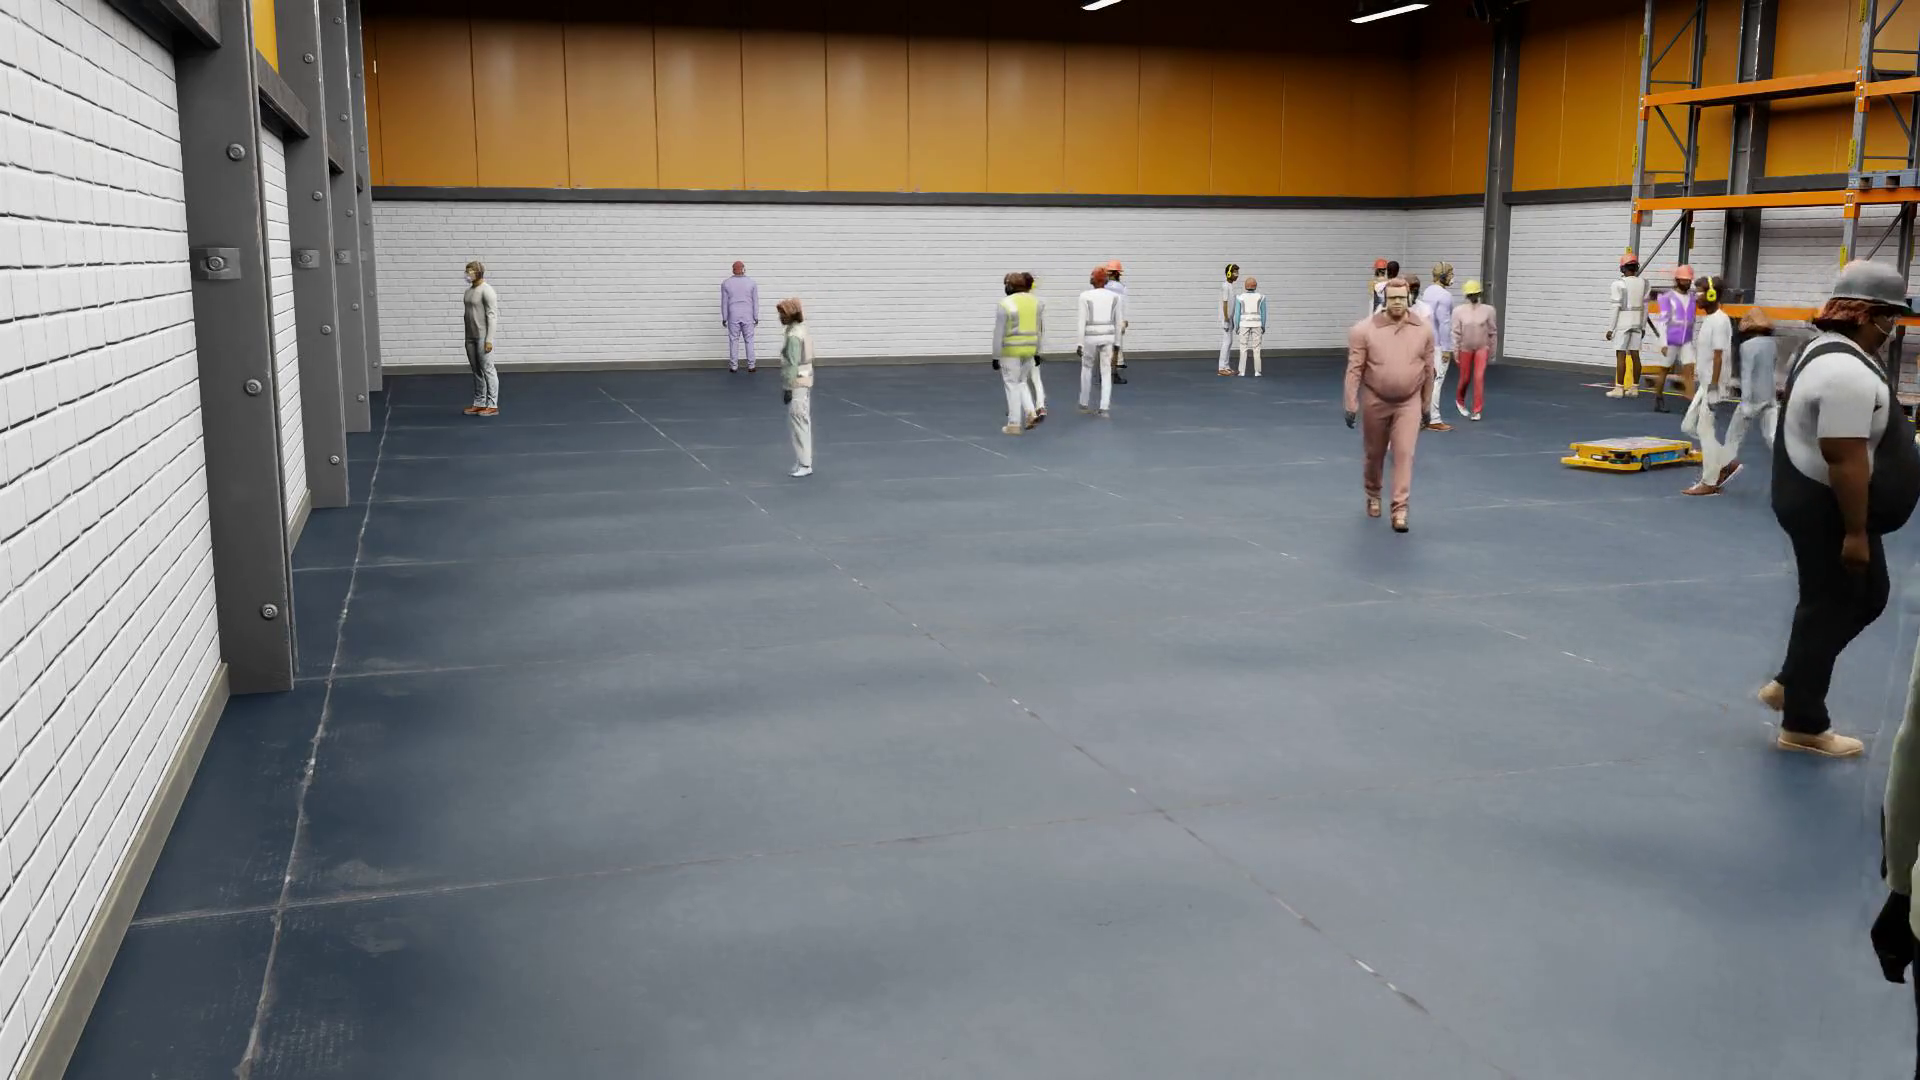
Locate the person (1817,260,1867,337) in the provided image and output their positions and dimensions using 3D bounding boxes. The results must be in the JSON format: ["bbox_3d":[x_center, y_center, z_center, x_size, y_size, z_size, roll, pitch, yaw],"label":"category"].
[{"bbox_3d":[8.038,-1.548,15.157,0.665,1.966,0.493,-4,11,-24],"label":"person"}]

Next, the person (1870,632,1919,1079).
[{"bbox_3d":[1.656,0.628,2.627,0.859,1.956,0.657,-3,10,-15],"label":"person"}]

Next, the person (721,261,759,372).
[{"bbox_3d":[-3.766,-3.820,28.510,0.639,1.902,0.407,-1,10,-8],"label":"person"}]

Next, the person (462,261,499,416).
[{"bbox_3d":[-6.043,-2.528,20.916,0.630,1.940,0.371,9,13,42],"label":"person"}]

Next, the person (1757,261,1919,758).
[{"bbox_3d":[3.573,-0.128,6.723,0.536,2.000,0.715,4,11,21],"label":"person"}]

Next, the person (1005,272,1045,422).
[{"bbox_3d":[0.820,-2.351,20.273,0.484,1.817,0.994,-3,10,-14],"label":"person"}]

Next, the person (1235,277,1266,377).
[{"bbox_3d":[4.786,-3.498,27.403,0.511,1.638,0.307,1,10,7],"label":"person"}]

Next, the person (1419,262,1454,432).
[{"bbox_3d":[5.461,-2.212,19.087,0.371,1.939,0.629,-1,10,-7],"label":"person"}]

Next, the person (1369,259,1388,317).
[{"bbox_3d":[7.640,-4.126,30.276,0.575,1.926,0.569,-5,11,-28],"label":"person"}]

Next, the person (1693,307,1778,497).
[{"bbox_3d":[6.688,-1.151,13.996,0.530,1.592,0.824,-7,12,-34],"label":"person"}]

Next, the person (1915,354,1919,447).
[{"bbox_3d":[10.276,-1.821,17.521,0.319,1.697,0.532,4,11,22],"label":"person"}]

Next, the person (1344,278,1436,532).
[{"bbox_3d":[3.233,-1.041,12.543,0.660,1.861,0.995,2,10,9],"label":"person"}]

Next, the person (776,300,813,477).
[{"bbox_3d":[-1.512,-1.403,15.340,0.324,1.615,0.605,0,10,-1],"label":"person"}]

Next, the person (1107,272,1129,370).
[{"bbox_3d":[2.697,-3.893,29.147,0.586,1.824,0.404,6,11,29],"label":"person"}]

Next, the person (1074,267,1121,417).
[{"bbox_3d":[1.716,-2.494,20.946,0.612,1.848,0.885,-2,10,-14],"label":"person"}]

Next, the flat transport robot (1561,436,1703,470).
[{"bbox_3d":[6.475,-0.840,15.965,1.431,0.197,0.652,-7,12,-36],"label":"flat transport robot"}]

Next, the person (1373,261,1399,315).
[{"bbox_3d":[6.608,-3.303,25.458,0.592,1.917,0.377,0,10,2],"label":"person"}]

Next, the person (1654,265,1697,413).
[{"bbox_3d":[9.071,-2.505,20.931,0.565,1.880,0.997,-2,10,-10],"label":"person"}]

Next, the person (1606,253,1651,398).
[{"bbox_3d":[9.418,-3.022,23.503,0.605,2.034,0.392,-2,10,-14],"label":"person"}]

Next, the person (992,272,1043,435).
[{"bbox_3d":[0.625,-2.092,18.705,0.662,1.827,0.447,-8,13,-39],"label":"person"}]

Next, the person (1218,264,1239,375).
[{"bbox_3d":[4.498,-3.676,27.807,0.338,1.855,0.535,3,10,17],"label":"person"}]

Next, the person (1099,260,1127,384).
[{"bbox_3d":[2.391,-3.401,25.976,0.363,1.934,0.551,-7,12,-37],"label":"person"}]

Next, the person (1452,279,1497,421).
[{"bbox_3d":[6.332,-2.350,20.491,0.533,1.732,0.708,3,10,18],"label":"person"}]

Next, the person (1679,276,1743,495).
[{"bbox_3d":[6.331,-1.285,13.996,0.458,1.844,0.618,3,10,17],"label":"person"}]

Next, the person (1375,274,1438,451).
[{"bbox_3d":[4.524,-1.763,16.820,0.656,1.818,0.630,-2,10,-11],"label":"person"}]
